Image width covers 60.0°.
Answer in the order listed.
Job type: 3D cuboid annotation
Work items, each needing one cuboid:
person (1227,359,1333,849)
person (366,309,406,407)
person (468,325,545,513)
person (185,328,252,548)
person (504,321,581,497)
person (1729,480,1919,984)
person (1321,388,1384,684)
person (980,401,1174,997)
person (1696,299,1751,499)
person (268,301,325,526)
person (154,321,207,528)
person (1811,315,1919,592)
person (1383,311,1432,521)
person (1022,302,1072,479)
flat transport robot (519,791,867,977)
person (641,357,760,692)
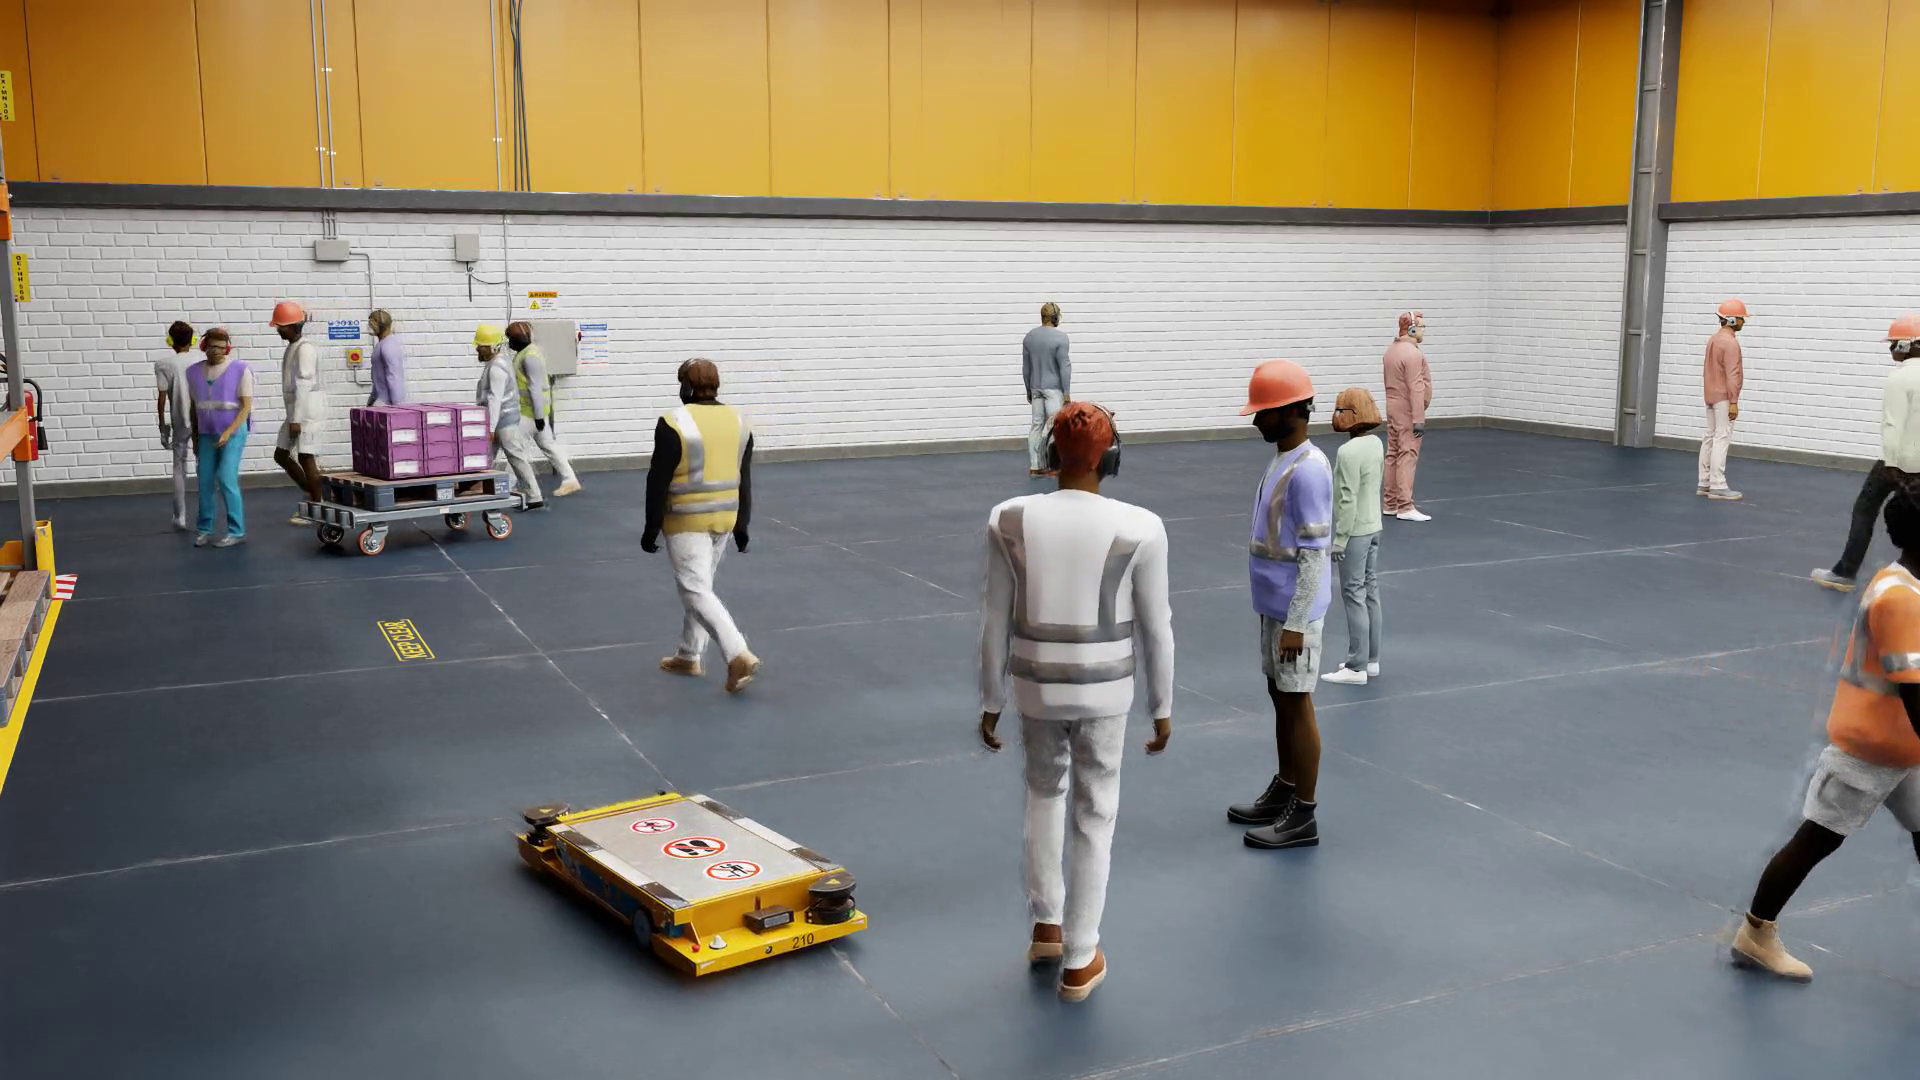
[{"bbox_3d":[1.268,0.254,6.561,0.372,1.928,0.543,0,9,-1],"label":"person"},{"bbox_3d":[-5.902,-1.426,17.123,0.984,1.899,0.641,-2,9,-15],"label":"person"},{"bbox_3d":[-4.343,-1.107,15.468,0.956,1.770,0.612,-3,10,-16],"label":"person"},{"bbox_3d":[-6.100,-0.831,13.667,0.579,1.808,0.557,1,9,6],"label":"person"},{"bbox_3d":[-4.265,-1.287,16.597,0.964,1.787,0.625,-3,10,-16],"label":"person"},{"bbox_3d":[2.890,0.626,5.126,0.912,1.645,0.541,8,12,40],"label":"person"},{"bbox_3d":[2.181,-0.022,9.179,0.269,1.632,0.504,6,11,33],"label":"person"},{"bbox_3d":[0.382,0.492,5.273,0.596,1.864,0.518,3,10,17],"label":"person"},{"bbox_3d":[7.663,-1.411,16.679,0.386,1.992,0.625,1,9,3],"label":"person"},{"bbox_3d":[-5.888,-1.113,14.797,0.431,2.014,0.604,-7,12,-38],"label":"person"},{"bbox_3d":[-6.747,-0.992,14.580,0.526,1.835,0.776,-5,10,-28],"label":"person"},{"bbox_3d":[6.468,-0.579,11.615,0.631,1.964,0.878,-5,10,-27],"label":"person"},{"bbox_3d":[4.106,-1.133,15.229,0.409,1.909,0.643,-1,9,-8],"label":"person"},{"bbox_3d":[0.965,-1.633,18.232,0.637,1.938,0.355,9,13,43],"label":"person"},{"bbox_3d":[-0.999,1.174,5.972,0.652,0.197,1.431,-7,11,-36],"label":"flat transport robot"},{"bbox_3d":[-1.387,-0.089,9.067,0.862,1.811,0.627,7,11,36],"label":"person"}]
